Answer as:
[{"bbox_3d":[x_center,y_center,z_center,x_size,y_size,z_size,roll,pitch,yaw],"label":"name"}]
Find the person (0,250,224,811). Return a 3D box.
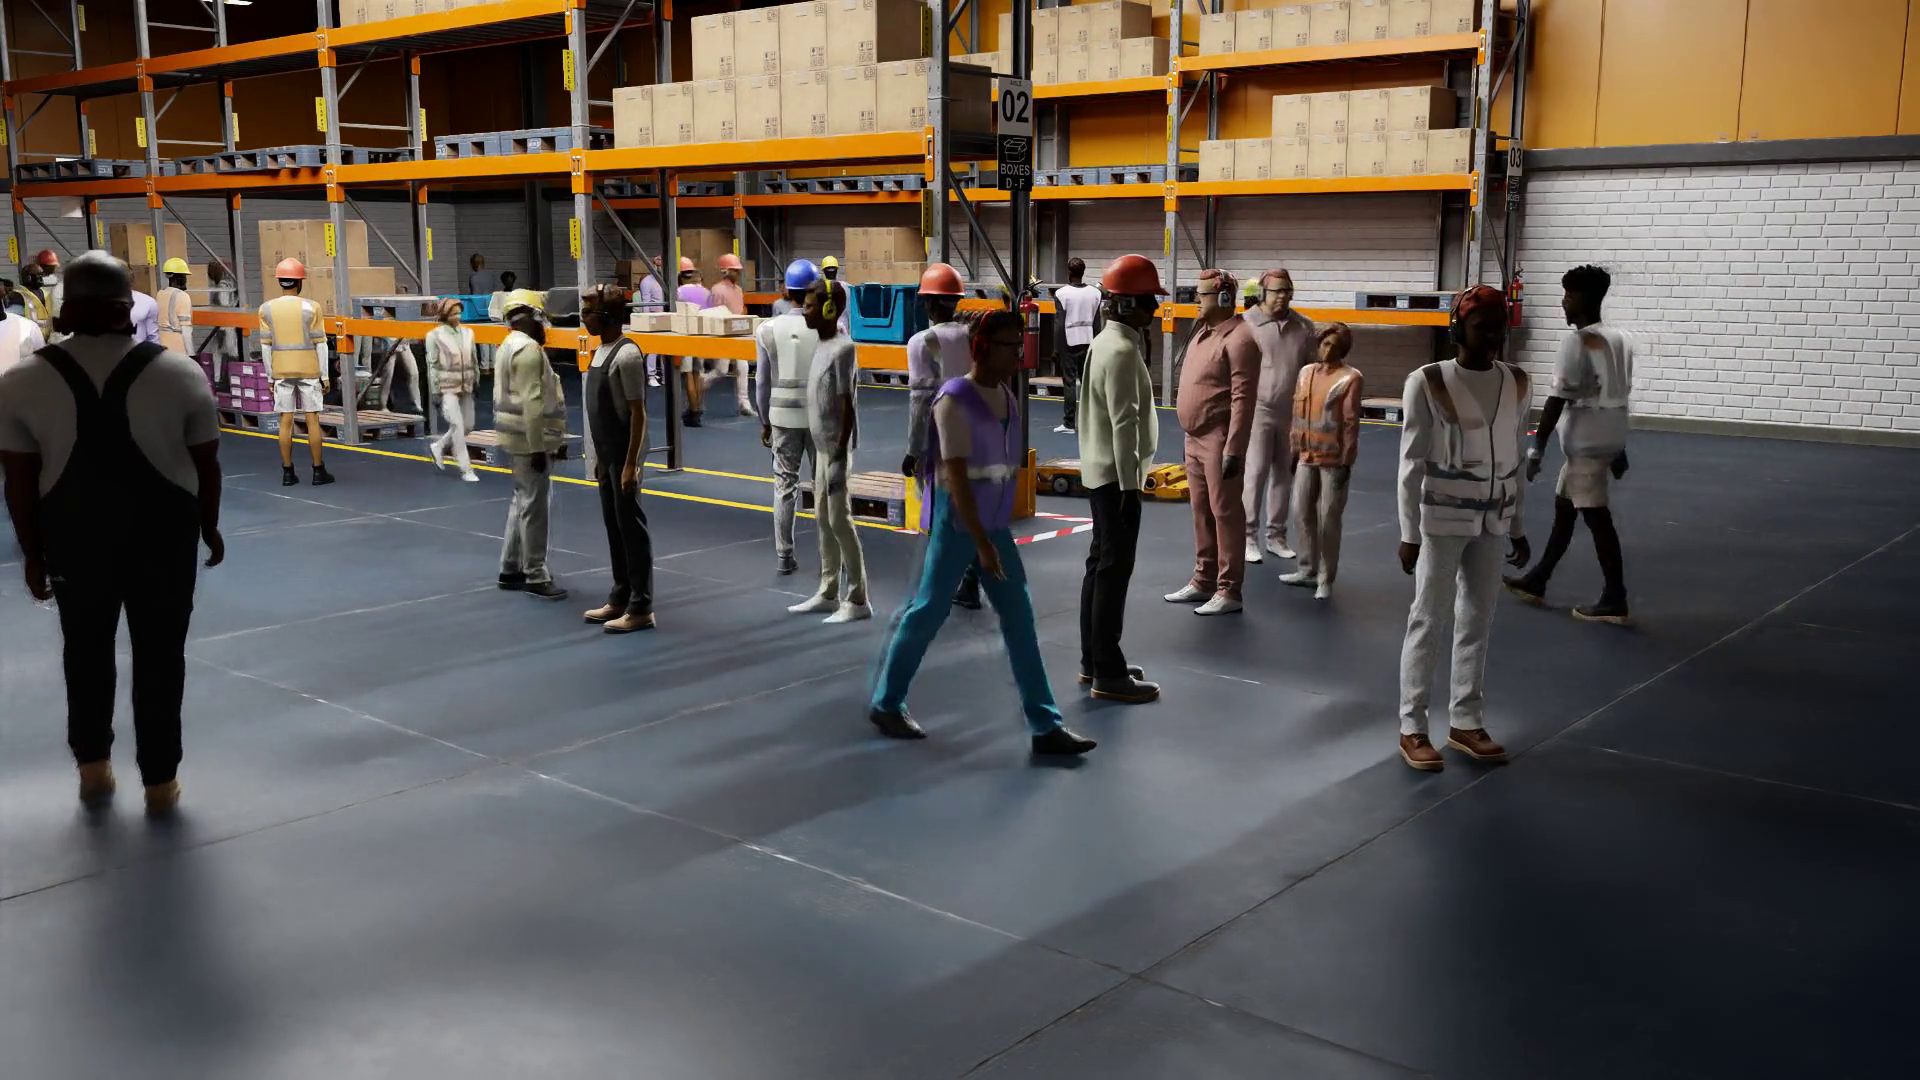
[{"bbox_3d":[-3.041,-0.047,6.050,0.693,2.000,0.604,-4,11,-21],"label":"person"}]

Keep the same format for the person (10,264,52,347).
[{"bbox_3d":[-11.064,-2.380,19.942,0.430,1.836,0.618,2,10,12],"label":"person"}]

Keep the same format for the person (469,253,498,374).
[{"bbox_3d":[-7.671,-3.622,26.699,0.371,1.939,0.627,3,10,15],"label":"person"}]

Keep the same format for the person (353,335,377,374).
[{"bbox_3d":[-8.612,-3.080,23.918,0.404,1.830,0.588,4,11,23],"label":"person"}]

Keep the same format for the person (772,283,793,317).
[{"bbox_3d":[-2.184,-2.591,21.718,0.537,1.608,0.522,-2,10,-10],"label":"person"}]

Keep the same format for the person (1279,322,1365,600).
[{"bbox_3d":[2.081,-0.458,9.632,0.321,1.608,0.637,-6,11,-29],"label":"person"}]

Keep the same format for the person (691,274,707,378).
[{"bbox_3d":[-4.093,-3.316,25.848,0.282,1.624,0.494,6,12,33],"label":"person"}]

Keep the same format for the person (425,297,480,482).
[{"bbox_3d":[-4.453,-1.309,14.459,0.604,1.613,0.531,7,12,34],"label":"person"}]

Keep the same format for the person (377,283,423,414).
[{"bbox_3d":[-6.820,-2.306,20.193,0.711,1.594,0.523,4,11,21],"label":"person"}]

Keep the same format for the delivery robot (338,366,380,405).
[{"bbox_3d":[-7.432,-1.919,20.668,0.707,0.478,0.477,9,14,43],"label":"delivery robot"}]

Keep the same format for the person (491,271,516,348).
[{"bbox_3d":[-6.628,-3.107,24.453,0.532,1.684,0.360,-4,11,-23],"label":"person"}]

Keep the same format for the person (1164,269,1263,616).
[{"bbox_3d":[1.402,-0.543,9.253,0.409,1.909,0.642,-3,10,-18],"label":"person"}]

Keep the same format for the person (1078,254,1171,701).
[{"bbox_3d":[0.734,-0.282,7.518,0.396,1.992,0.623,-1,10,-5],"label":"person"}]

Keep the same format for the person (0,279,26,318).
[{"bbox_3d":[-11.030,-2.178,19.224,0.660,1.678,0.543,3,10,18],"label":"person"}]

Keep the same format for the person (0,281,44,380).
[{"bbox_3d":[-6.421,-0.834,11.119,0.621,1.837,0.429,-6,12,-33],"label":"person"}]

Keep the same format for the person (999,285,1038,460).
[{"bbox_3d":[0.354,-1.591,15.722,0.707,1.744,0.530,-3,11,-19],"label":"person"}]

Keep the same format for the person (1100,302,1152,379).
[{"bbox_3d":[1.535,-1.614,15.479,0.518,1.865,0.326,-1,10,-8],"label":"person"}]

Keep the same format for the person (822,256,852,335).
[{"bbox_3d":[-1.632,-2.653,21.237,0.586,1.917,0.381,-4,11,-23],"label":"person"}]

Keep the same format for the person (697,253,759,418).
[{"bbox_3d":[-2.829,-2.439,19.906,0.864,1.968,0.622,5,11,26],"label":"person"}]

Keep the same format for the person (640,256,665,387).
[{"bbox_3d":[-4.364,-3.196,24.359,0.401,1.907,0.646,8,13,38],"label":"person"}]

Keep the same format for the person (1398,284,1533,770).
[{"bbox_3d":[1.966,-0.046,6.490,0.583,1.882,0.337,-4,11,-19],"label":"person"}]

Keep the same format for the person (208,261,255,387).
[{"bbox_3d":[-10.601,-3.126,24.159,0.897,1.851,0.586,-5,11,-25],"label":"person"}]

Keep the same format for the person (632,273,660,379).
[{"bbox_3d":[-4.833,-3.289,25.666,0.280,1.631,0.507,8,13,38],"label":"person"}]

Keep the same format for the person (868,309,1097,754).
[{"bbox_3d":[0.049,-0.031,6.692,1.016,1.792,0.570,7,12,34],"label":"person"}]

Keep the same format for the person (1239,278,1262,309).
[{"bbox_3d":[2.685,-1.473,14.975,0.395,1.751,0.549,6,12,33],"label":"person"}]

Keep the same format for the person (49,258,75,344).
[{"bbox_3d":[-9.816,-2.144,18.363,0.449,1.915,0.659,-4,11,-22],"label":"person"}]

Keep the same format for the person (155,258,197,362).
[{"bbox_3d":[-8.346,-2.046,17.785,0.588,1.919,0.399,8,13,38],"label":"person"}]

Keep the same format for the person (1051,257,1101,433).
[{"bbox_3d":[1.278,-2.123,18.213,0.596,1.918,0.380,-6,12,-30],"label":"person"}]

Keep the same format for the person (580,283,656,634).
[{"bbox_3d":[-1.813,-0.429,8.788,0.336,1.841,0.508,-6,11,-30],"label":"person"}]

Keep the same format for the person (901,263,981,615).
[{"bbox_3d":[-0.091,-0.551,9.205,0.542,1.939,0.362,-8,13,-38],"label":"person"}]

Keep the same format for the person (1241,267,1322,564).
[{"bbox_3d":[2.053,-0.811,10.808,0.663,1.897,0.472,-3,10,-18],"label":"person"}]

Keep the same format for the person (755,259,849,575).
[{"bbox_3d":[-0.953,-0.743,10.266,0.614,1.950,0.375,2,10,10],"label":"person"}]

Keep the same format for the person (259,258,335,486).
[{"bbox_3d":[-5.651,-1.424,14.183,0.545,1.938,0.355,-1,10,-5],"label":"person"}]

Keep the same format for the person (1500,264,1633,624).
[{"bbox_3d":[3.327,-0.535,9.131,0.931,1.920,0.635,9,14,43],"label":"person"}]

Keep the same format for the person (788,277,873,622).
[{"bbox_3d":[-0.704,-0.477,9.022,0.345,1.875,0.526,-3,11,-18],"label":"person"}]

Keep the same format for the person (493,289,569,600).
[{"bbox_3d":[-2.499,-0.547,9.649,0.420,1.786,0.669,-4,11,-20],"label":"person"}]

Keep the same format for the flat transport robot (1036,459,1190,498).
[{"bbox_3d":[1.251,-0.526,13.807,1.431,0.197,0.652,5,11,25],"label":"flat transport robot"}]

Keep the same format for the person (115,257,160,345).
[{"bbox_3d":[-7.267,-1.477,14.483,0.631,1.940,0.372,-8,13,-40],"label":"person"}]

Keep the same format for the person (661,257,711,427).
[{"bbox_3d":[-3.160,-2.251,18.934,0.575,1.916,0.735,-8,13,-39],"label":"person"}]

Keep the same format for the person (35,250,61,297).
[{"bbox_3d":[-13.260,-3.183,24.030,0.752,2.007,0.674,1,10,7],"label":"person"}]
